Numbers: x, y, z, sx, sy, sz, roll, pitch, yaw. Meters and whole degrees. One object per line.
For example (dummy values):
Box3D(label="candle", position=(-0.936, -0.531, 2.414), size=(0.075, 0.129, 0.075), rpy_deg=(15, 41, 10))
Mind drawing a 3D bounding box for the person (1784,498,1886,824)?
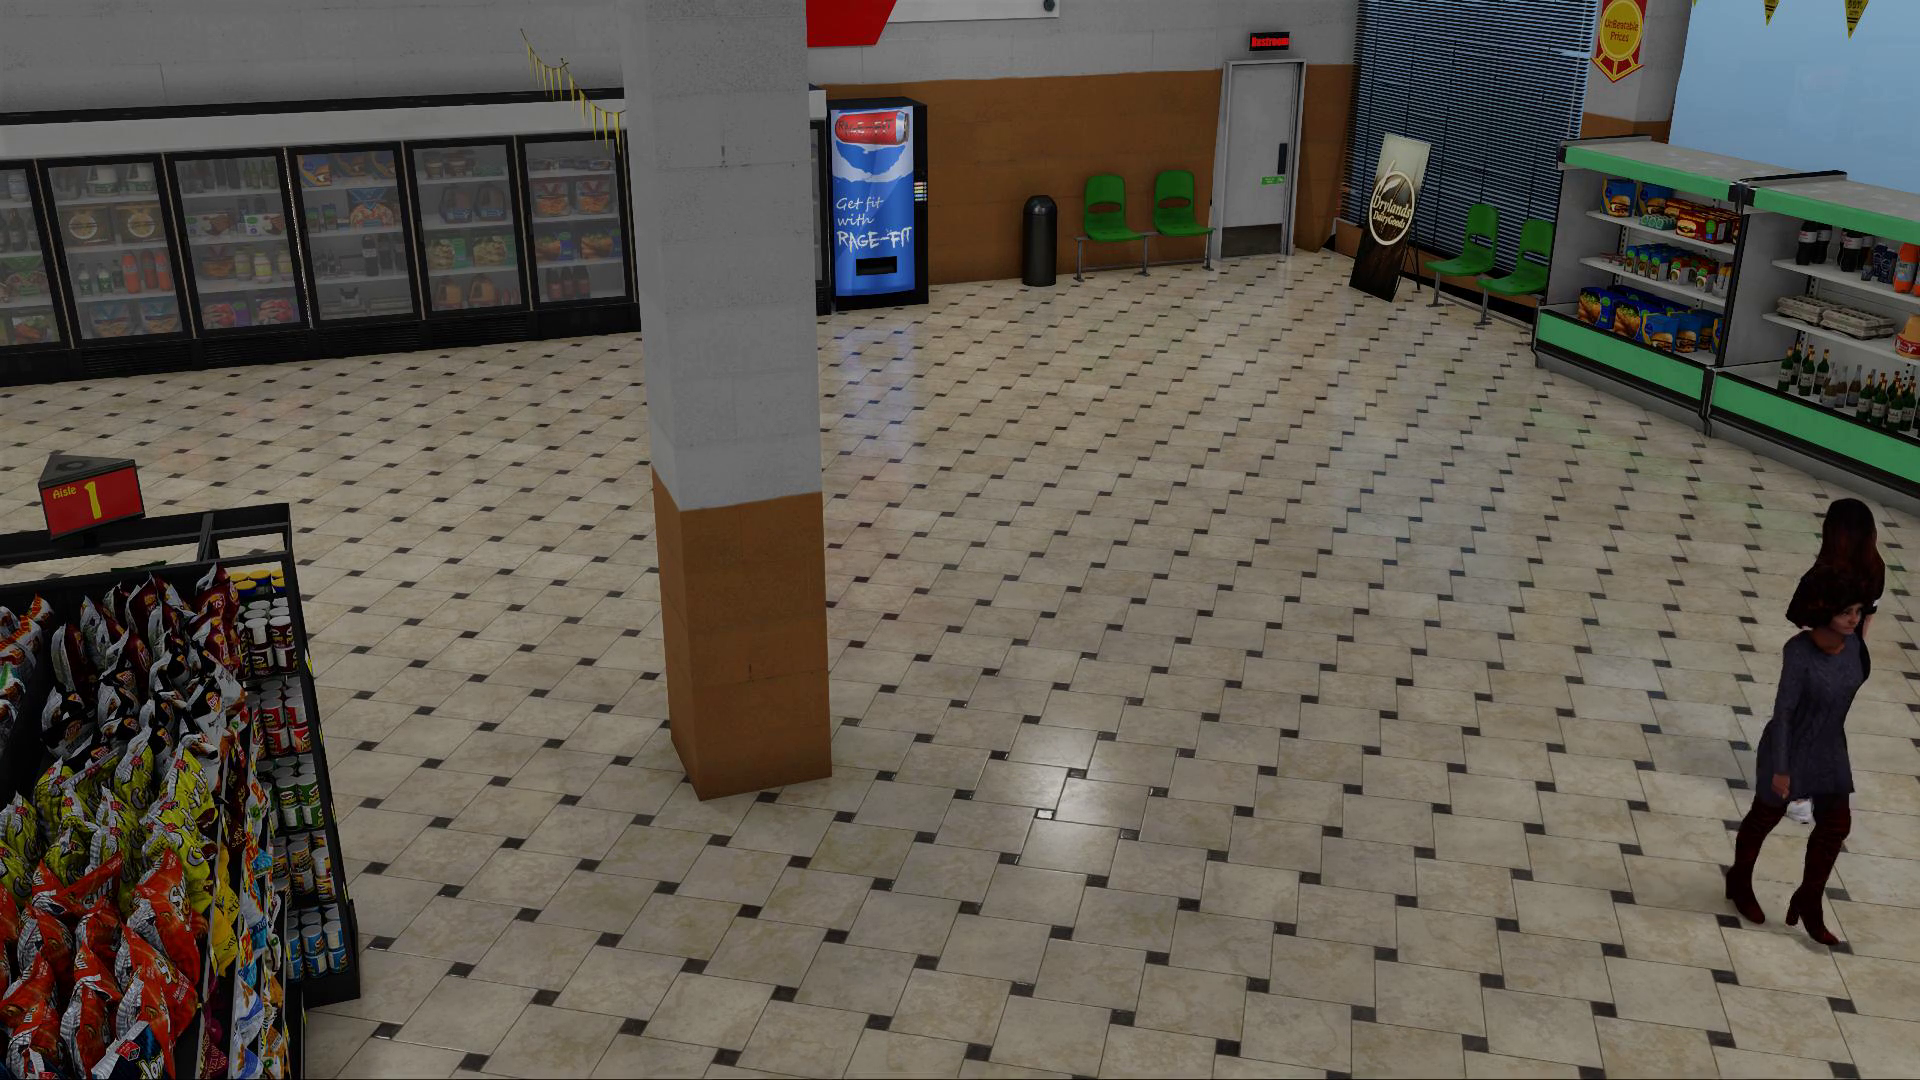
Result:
Box3D(label="person", position=(4.150, 0.579, 7.953), size=(0.604, 1.638, 0.577), rpy_deg=(-9, 23, -21))

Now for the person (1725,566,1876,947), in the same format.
Box3D(label="person", position=(3.536, 0.878, 7.132), size=(0.618, 1.695, 0.720), rpy_deg=(-8, 23, -19))
